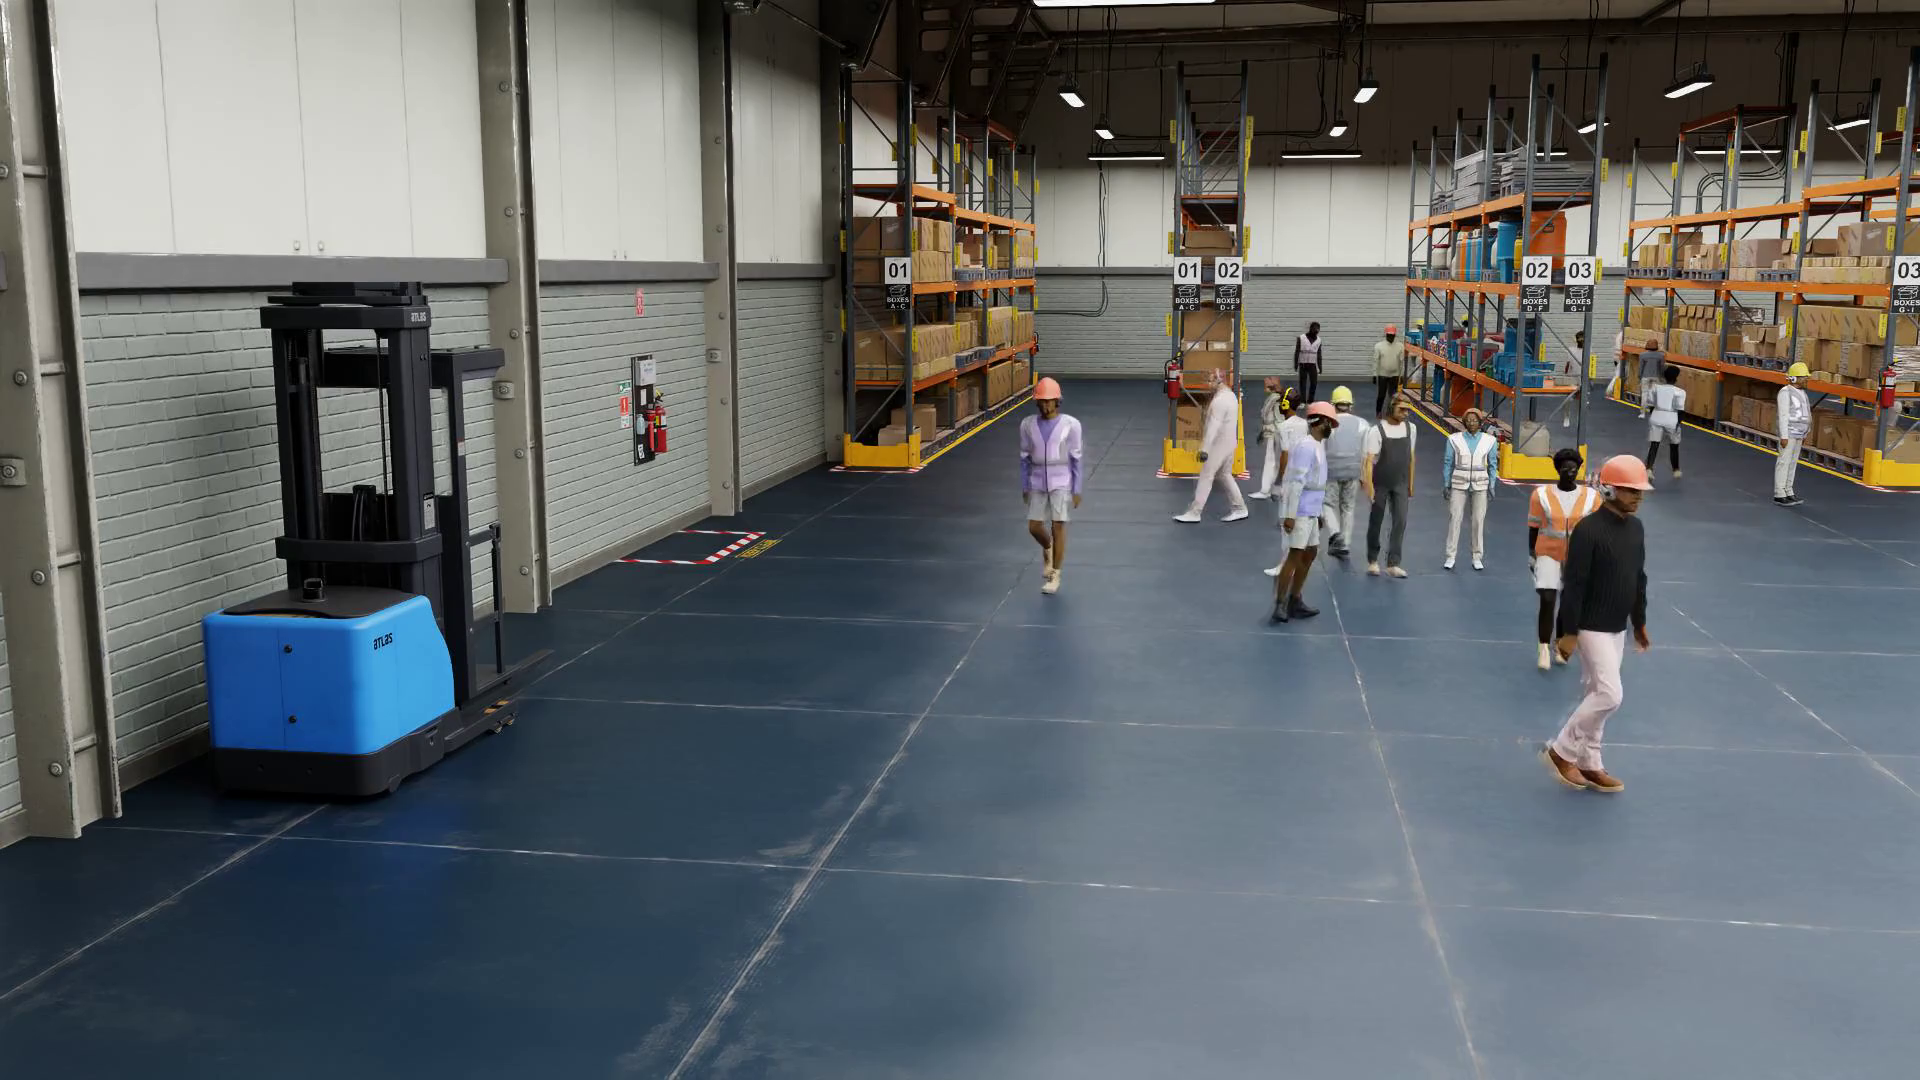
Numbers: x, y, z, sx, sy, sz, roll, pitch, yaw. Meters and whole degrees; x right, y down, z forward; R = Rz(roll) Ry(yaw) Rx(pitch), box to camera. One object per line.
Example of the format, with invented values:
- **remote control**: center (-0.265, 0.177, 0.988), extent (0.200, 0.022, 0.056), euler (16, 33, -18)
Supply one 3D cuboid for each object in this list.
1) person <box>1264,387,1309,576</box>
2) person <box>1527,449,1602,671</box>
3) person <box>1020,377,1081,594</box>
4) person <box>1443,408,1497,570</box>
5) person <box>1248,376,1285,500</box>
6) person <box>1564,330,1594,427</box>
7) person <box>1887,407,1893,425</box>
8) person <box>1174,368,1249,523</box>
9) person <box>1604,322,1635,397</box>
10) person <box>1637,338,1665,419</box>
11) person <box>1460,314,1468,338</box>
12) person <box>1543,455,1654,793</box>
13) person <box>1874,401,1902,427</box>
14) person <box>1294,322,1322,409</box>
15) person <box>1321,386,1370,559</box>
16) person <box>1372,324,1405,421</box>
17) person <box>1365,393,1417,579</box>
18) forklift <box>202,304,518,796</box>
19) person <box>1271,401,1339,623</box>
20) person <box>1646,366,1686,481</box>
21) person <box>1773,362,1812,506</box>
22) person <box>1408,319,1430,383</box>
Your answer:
- **person**: center (3.240, -0.580, 16.468), extent (0.329, 1.872, 0.509), euler (7, 11, 36)
- **person**: center (4.561, 0.153, 12.531), extent (0.544, 1.667, 0.693), euler (2, 9, 10)
- **person**: center (0.872, -0.526, 15.671), extent (0.618, 2.029, 0.611), euler (4, 10, 22)
- **person**: center (5.144, -0.519, 16.800), extent (0.523, 1.638, 0.310), euler (2, 9, 13)
- **person**: center (4.094, -1.353, 22.012), extent (0.434, 1.630, 0.522), euler (0, 9, -1)
- **person**: center (11.971, -3.114, 32.153), extent (0.542, 1.886, 0.382), euler (1, 9, 6)
- **person**: center (18.261, -3.170, 32.512), extent (0.972, 1.850, 0.649), euler (-8, 12, -41)
- **person**: center (3.007, -1.126, 19.922), extent (0.852, 1.851, 0.685), euler (3, 10, 20)
- **person**: center (15.779, -4.306, 39.660), extent (0.797, 1.806, 0.638), euler (0, 9, 0)
- **person**: center (14.075, -3.290, 33.896), extent (0.507, 1.636, 0.271), euler (2, 9, 13)
- **person**: center (13.091, -4.849, 42.692), extent (0.603, 1.902, 0.630), euler (6, 11, 34)
- **person**: center (3.717, 0.491, 9.539), extent (0.637, 1.976, 0.445), euler (-8, 12, -42)
- **person**: center (16.321, -2.645, 29.212), extent (0.592, 1.861, 0.577), euler (-1, 9, -7)
- **person**: center (7.643, -3.846, 36.589), extent (0.666, 1.883, 0.454), euler (-2, 9, -12)
- **person**: center (3.975, -0.693, 17.343), extent (0.598, 1.820, 0.500), euler (-1, 9, -4)
- **person**: center (8.413, -3.256, 32.652), extent (0.616, 1.979, 0.485), euler (0, 9, 2)
- **person**: center (4.207, -0.527, 16.295), extent (0.564, 1.810, 0.762), euler (0, 9, -3)
- **forklift**: center (-3.673, -0.038, 10.147), extent (1.129, 2.768, 1.873), euler (1, 9, 9)
- **person**: center (2.954, -0.238, 14.318), extent (0.467, 1.885, 0.736), euler (5, 10, 26)
- **person**: center (10.148, -1.678, 23.910), extent (0.535, 1.656, 0.839), euler (8, 12, 40)
- **person**: center (10.743, -1.368, 21.437), extent (0.588, 1.835, 0.403), euler (-8, 12, -42)
- **person**: center (11.627, -4.699, 42.154), extent (0.958, 1.781, 0.631), euler (-9, 13, -43)
